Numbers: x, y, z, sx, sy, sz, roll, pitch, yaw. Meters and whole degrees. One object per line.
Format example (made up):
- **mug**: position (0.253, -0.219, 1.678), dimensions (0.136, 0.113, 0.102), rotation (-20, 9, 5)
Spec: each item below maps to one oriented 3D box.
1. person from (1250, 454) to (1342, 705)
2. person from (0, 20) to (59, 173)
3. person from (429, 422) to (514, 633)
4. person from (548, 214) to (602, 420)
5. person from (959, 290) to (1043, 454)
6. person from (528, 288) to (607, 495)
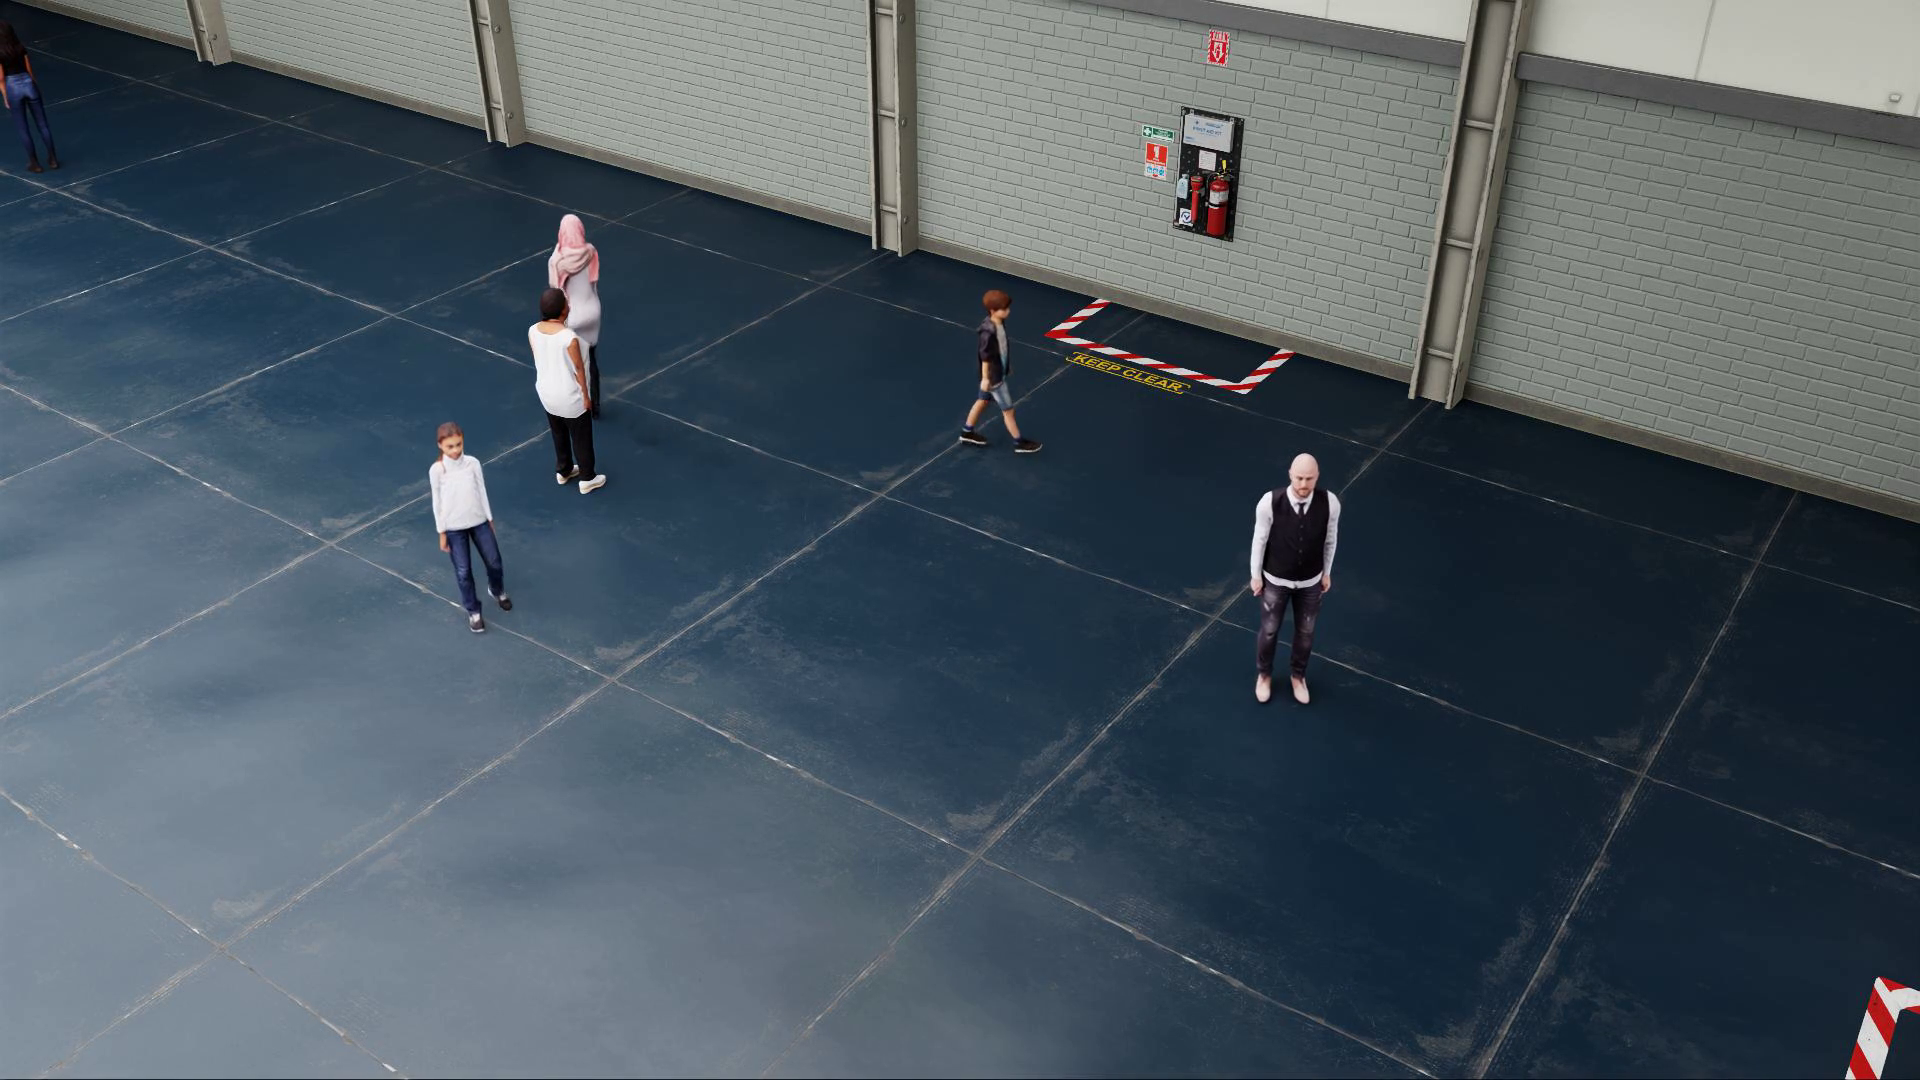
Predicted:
- **person**: position (2.135, 0.235, 10.678), dimensions (0.748, 1.821, 0.847), rotation (0, 32, 0)
- **person**: position (-10.868, -5.154, 19.303), dimensions (0.570, 1.733, 0.577), rotation (28, 42, 36)
- **person**: position (-3.437, -0.135, 11.520), dimensions (0.708, 1.549, 0.766), rotation (-12, 34, -19)
- **person**: position (-3.131, -1.833, 13.988), dimensions (0.693, 1.786, 0.711), rotation (-27, 41, -36)
- **person**: position (0.225, -1.370, 13.607), dimensions (1.015, 1.409, 0.763), rotation (8, 33, 12)
- **person**: position (-3.087, -1.178, 13.043), dimensions (0.529, 1.687, 0.698), rotation (20, 37, 28)
